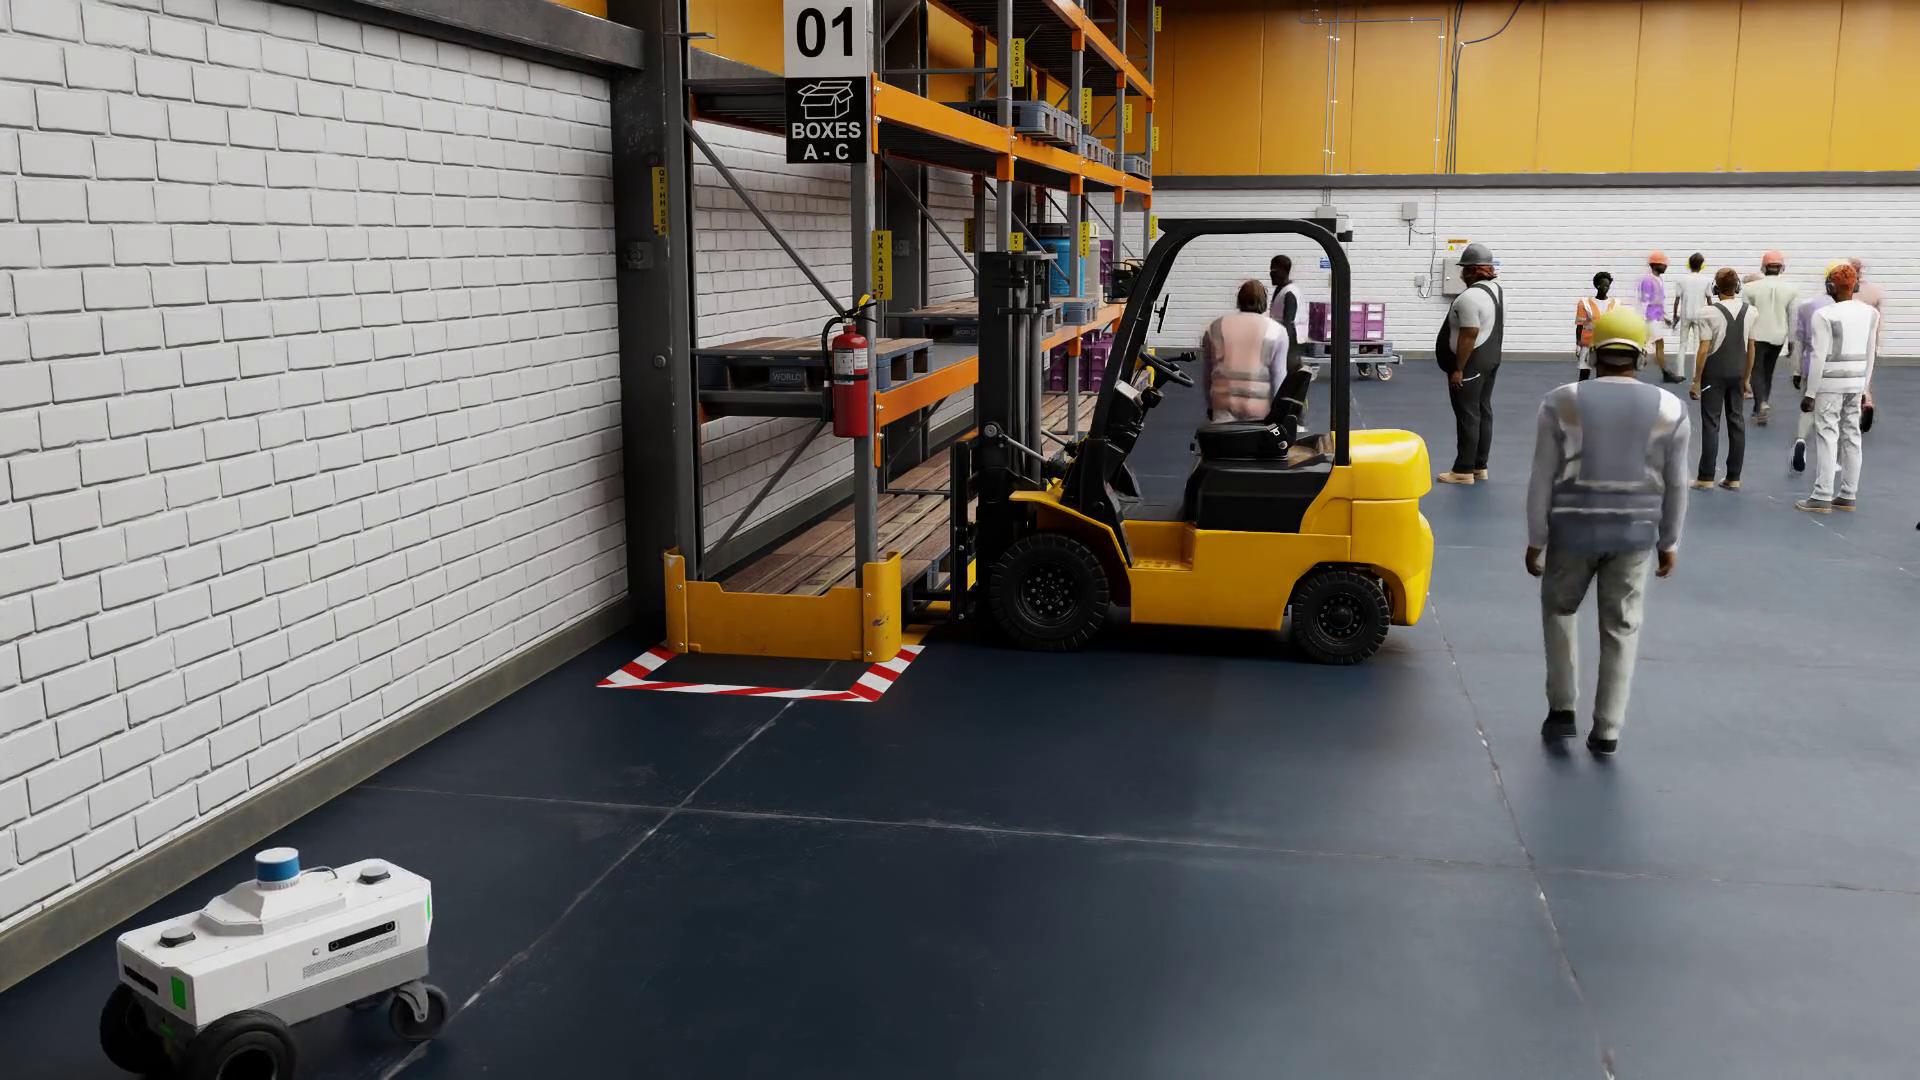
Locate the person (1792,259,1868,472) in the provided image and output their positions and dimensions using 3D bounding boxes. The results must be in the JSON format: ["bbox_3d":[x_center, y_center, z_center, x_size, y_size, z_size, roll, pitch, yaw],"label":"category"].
[{"bbox_3d":[7.631,-1.516,14.658,0.589,1.907,0.706,8,13,39],"label":"person"}]

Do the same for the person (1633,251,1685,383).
[{"bbox_3d":[9.977,-3.211,23.990,0.987,1.894,0.563,7,13,34],"label":"person"}]

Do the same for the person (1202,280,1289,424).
[{"bbox_3d":[1.997,-0.929,11.754,0.626,1.797,0.958,3,11,18],"label":"person"}]

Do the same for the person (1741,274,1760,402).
[{"bbox_3d":[10.122,-2.568,21.203,0.352,1.620,0.709,2,10,9],"label":"person"}]

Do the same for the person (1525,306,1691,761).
[{"bbox_3d":[2.603,-0.031,6.735,0.619,1.812,0.533,2,11,12],"label":"person"}]

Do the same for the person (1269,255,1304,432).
[{"bbox_3d":[3.409,-2.086,17.792,0.574,1.911,0.619,-1,10,-4],"label":"person"}]

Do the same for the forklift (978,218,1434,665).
[{"bbox_3d":[1.285,-0.567,8.635,2.313,2.155,1.214,2,11,11],"label":"forklift"}]

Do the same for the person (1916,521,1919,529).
[{"bbox_3d":[7.113,-1.005,11.737,0.550,1.935,0.376,7,12,33],"label":"person"}]

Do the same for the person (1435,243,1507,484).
[{"bbox_3d":[4.331,-1.506,14.205,0.537,2.000,0.686,8,13,38],"label":"person"}]

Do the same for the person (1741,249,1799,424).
[{"bbox_3d":[9.065,-2.283,18.688,0.623,1.963,0.920,2,11,10],"label":"person"}]

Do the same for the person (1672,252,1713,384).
[{"bbox_3d":[10.463,-3.162,23.760,0.531,1.866,0.304,6,12,28],"label":"person"}]

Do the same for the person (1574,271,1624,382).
[{"bbox_3d":[7.303,-2.219,19.046,0.536,1.699,0.318,1,10,7],"label":"person"}]

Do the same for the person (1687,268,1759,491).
[{"bbox_3d":[6.281,-1.315,13.715,0.506,1.838,0.350,-1,10,-4],"label":"person"}]

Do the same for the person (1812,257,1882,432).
[{"bbox_3d":[9.563,-2.096,17.893,0.651,1.883,0.813,0,10,1],"label":"person"}]

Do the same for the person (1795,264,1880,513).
[{"bbox_3d":[6.661,-1.143,12.636,0.576,1.886,0.362,-3,11,-15],"label":"person"}]

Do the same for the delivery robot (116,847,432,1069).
[{"bbox_3d":[-1.701,1.018,4.185,0.477,0.478,0.707,9,13,40],"label":"delivery robot"}]
